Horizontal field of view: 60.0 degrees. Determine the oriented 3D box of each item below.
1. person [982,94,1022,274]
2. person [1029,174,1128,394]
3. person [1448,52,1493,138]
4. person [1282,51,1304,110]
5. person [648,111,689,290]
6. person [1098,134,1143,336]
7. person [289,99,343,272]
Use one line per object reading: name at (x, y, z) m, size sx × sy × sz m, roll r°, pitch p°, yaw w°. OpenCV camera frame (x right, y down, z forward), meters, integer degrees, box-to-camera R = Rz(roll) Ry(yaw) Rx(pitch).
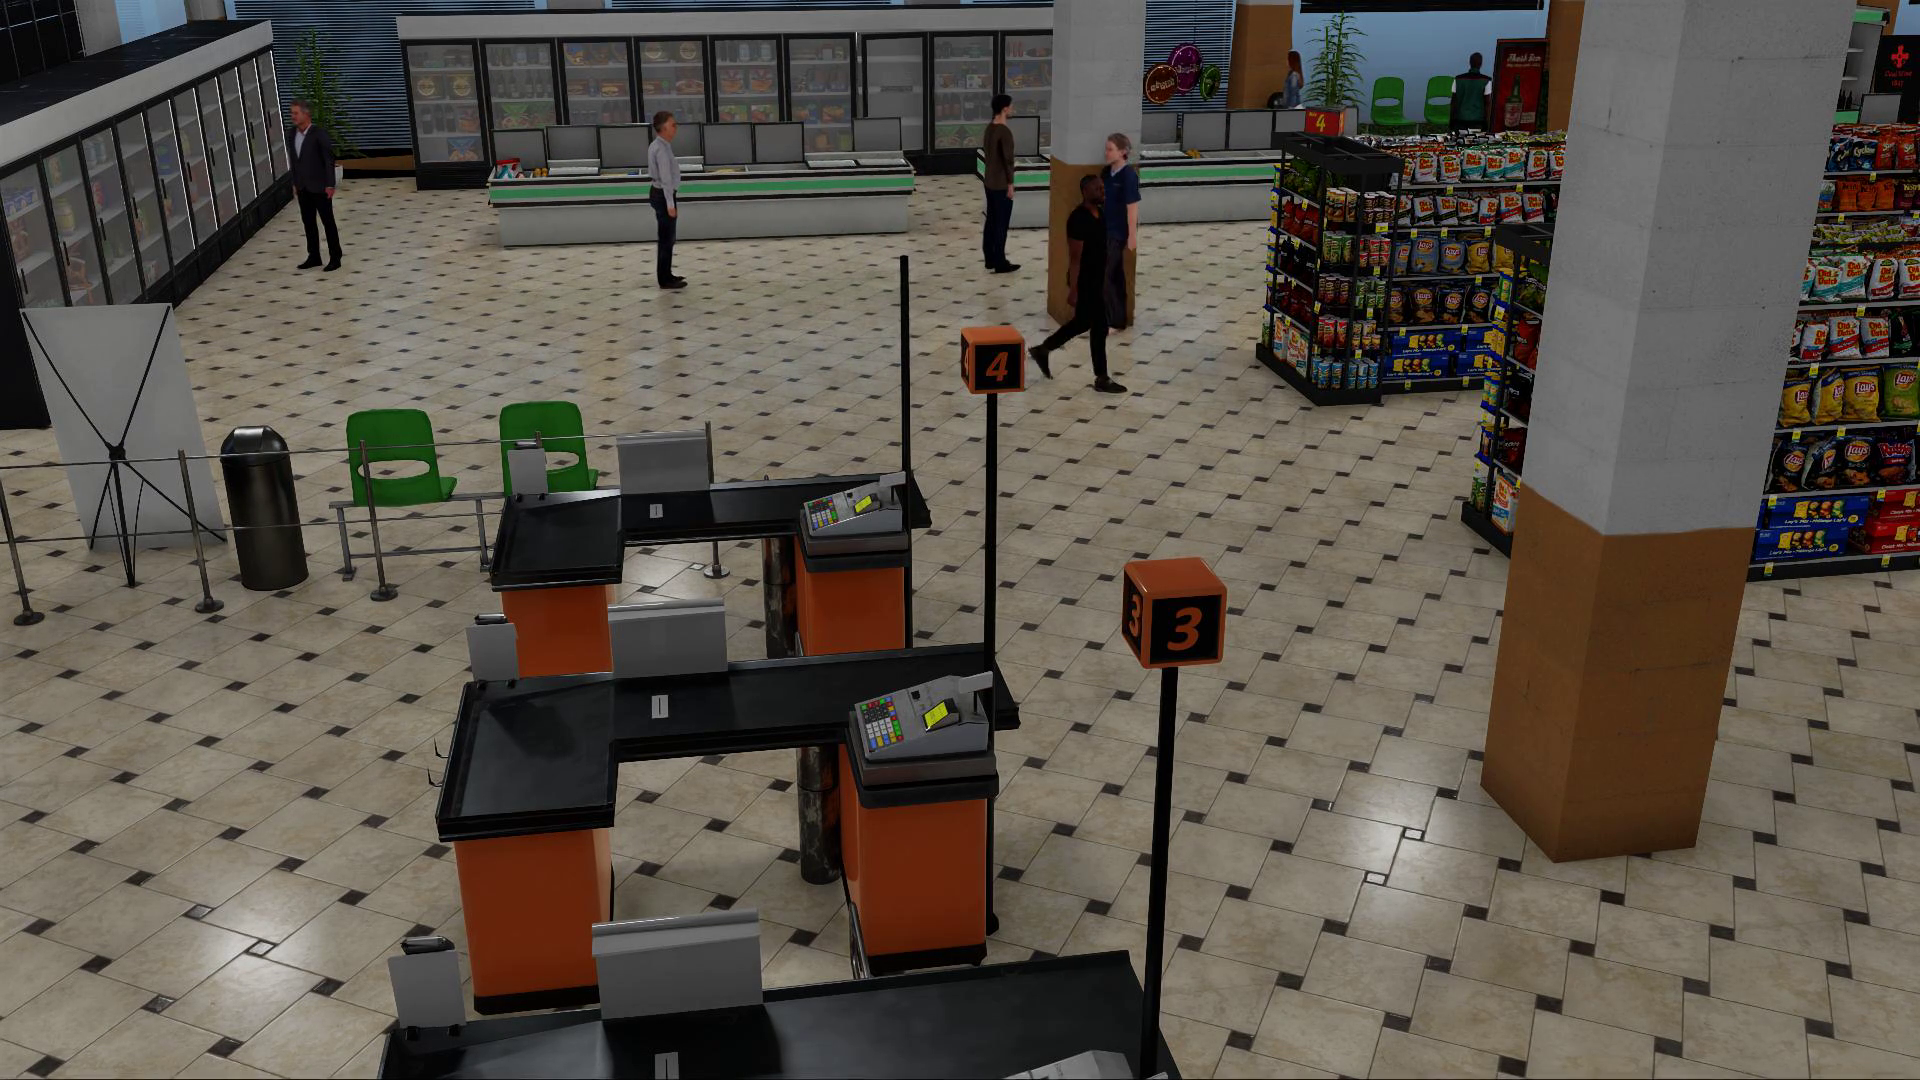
person at (0.420, -3.863, 18.017) m, size 0.671 × 1.888 × 0.709 m, roll -10°, pitch 24°, yaw -23°
person at (0.973, -2.116, 13.805) m, size 1.255 × 1.787 × 1.127 m, roll 11°, pitch 24°, yaw 26°
person at (6.920, -5.686, 22.619) m, size 0.747 × 1.838 × 0.842 m, roll 11°, pitch 24°, yaw 25°
person at (4.858, -6.227, 24.160) m, size 0.677 × 1.695 × 0.693 m, roll 5°, pitch 22°, yaw 13°
person at (-3.078, -3.543, 17.315) m, size 0.590 × 1.817 × 0.669 m, roll -7°, pitch 23°, yaw -16°
person at (1.525, -2.846, 15.528) m, size 0.736 × 1.856 × 0.729 m, roll -9°, pitch 23°, yaw -20°
person at (-7.052, -3.880, 18.129) m, size 0.750 × 1.835 × 0.873 m, roll 8°, pitch 23°, yaw 20°
